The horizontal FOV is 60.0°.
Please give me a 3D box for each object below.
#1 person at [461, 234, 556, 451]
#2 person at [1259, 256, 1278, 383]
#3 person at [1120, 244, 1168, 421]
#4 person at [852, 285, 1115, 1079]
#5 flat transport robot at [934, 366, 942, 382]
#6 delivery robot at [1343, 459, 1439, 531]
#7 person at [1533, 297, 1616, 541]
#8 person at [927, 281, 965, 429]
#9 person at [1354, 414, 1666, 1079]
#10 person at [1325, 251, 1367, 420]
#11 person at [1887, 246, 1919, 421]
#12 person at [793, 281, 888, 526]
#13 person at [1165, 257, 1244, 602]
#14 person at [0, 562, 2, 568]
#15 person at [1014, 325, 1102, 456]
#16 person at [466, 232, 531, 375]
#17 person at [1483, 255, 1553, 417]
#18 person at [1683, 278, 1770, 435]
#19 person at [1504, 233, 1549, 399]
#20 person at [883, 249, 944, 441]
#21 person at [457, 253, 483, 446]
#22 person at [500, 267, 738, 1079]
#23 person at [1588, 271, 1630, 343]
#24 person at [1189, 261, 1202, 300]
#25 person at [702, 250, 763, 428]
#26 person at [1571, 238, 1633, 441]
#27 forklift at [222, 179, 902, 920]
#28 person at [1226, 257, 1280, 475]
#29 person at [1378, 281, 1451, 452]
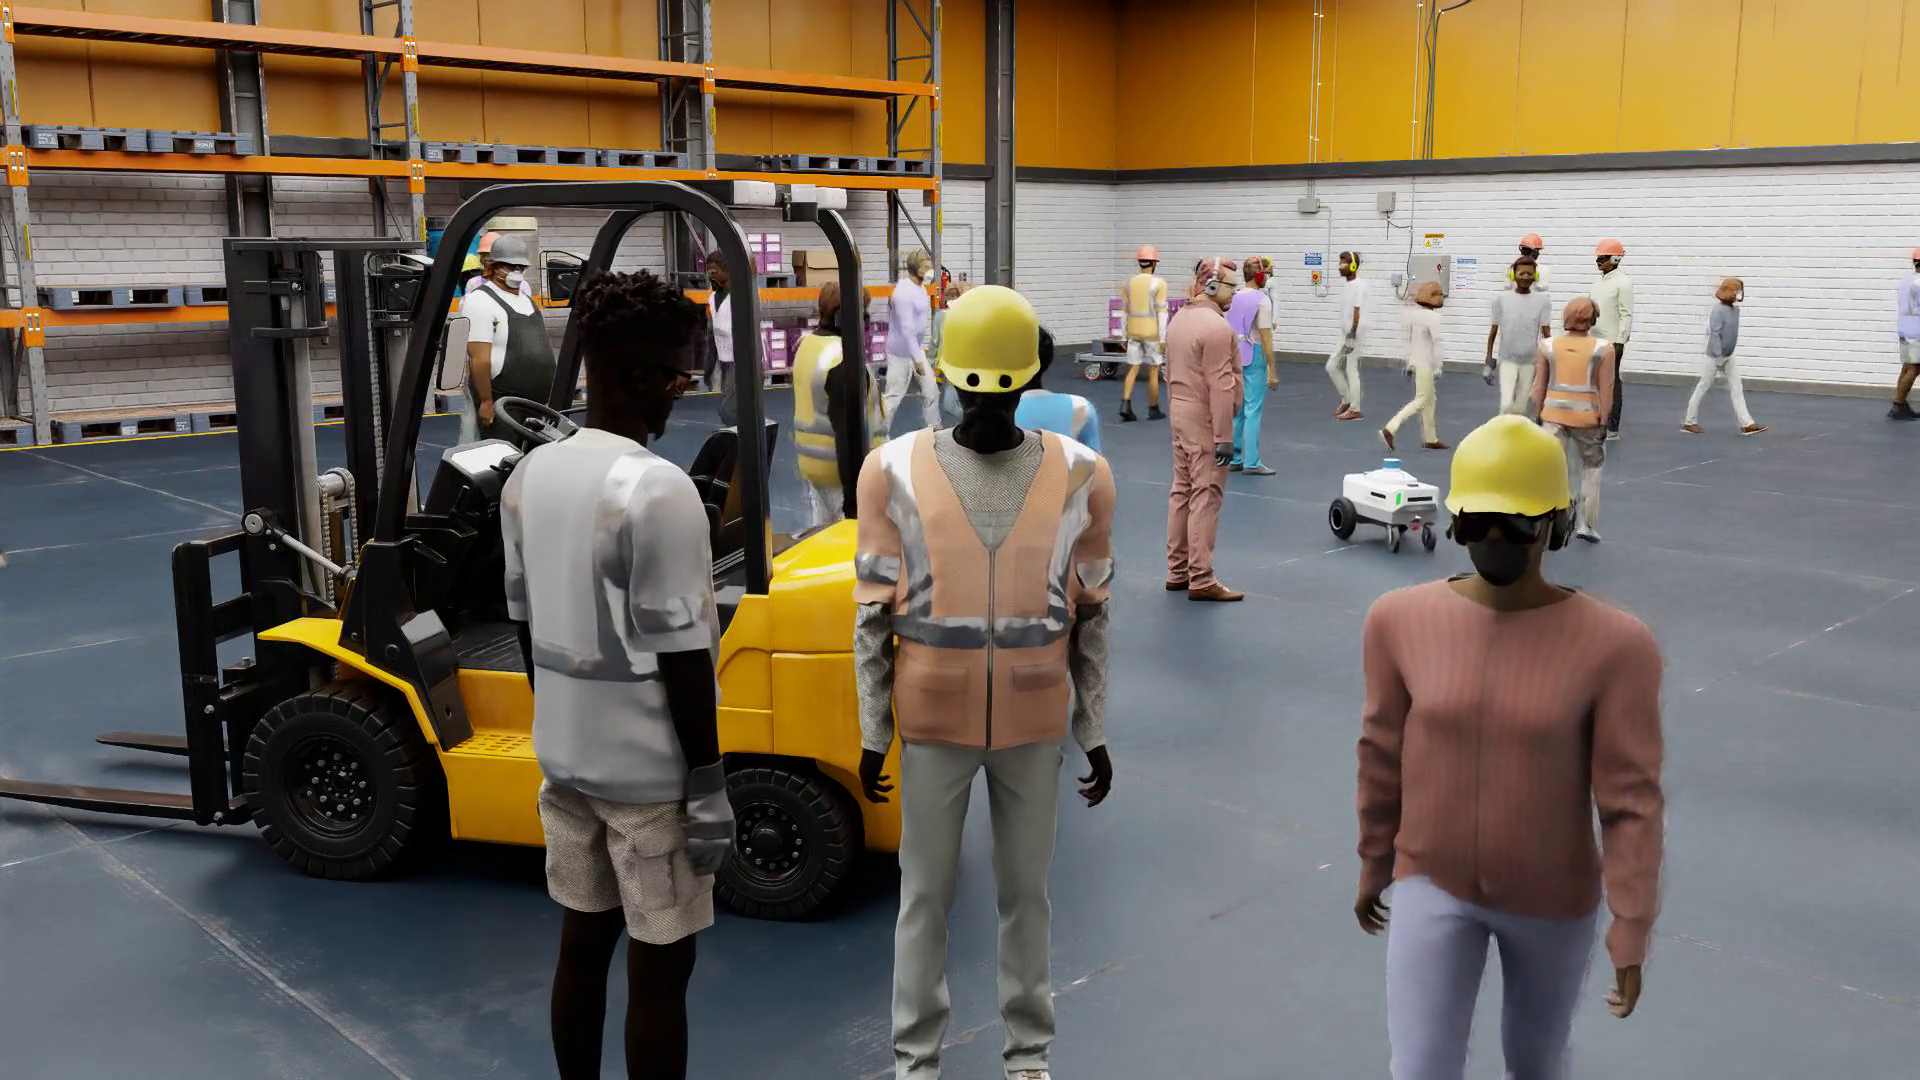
[{"bbox_3d":[-2.861,-0.949,10.721,0.536,2.000,0.683,3,11,15],"label":"person"},{"bbox_3d":[4.143,-3.022,22.840,0.487,1.740,0.312,9,13,39],"label":"person"},{"bbox_3d":[2.007,-2.248,18.144,0.552,1.939,0.555,7,13,35],"label":"person"},{"bbox_3d":[0.058,0.400,3.702,0.585,1.917,0.381,-1,10,-6],"label":"person"},{"bbox_3d":[0.113,-2.318,23.011,0.652,0.197,1.431,10,14,43],"label":"flat transport robot"},{"bbox_3d":[2.827,-0.291,10.932,0.477,0.478,0.707,-3,11,-18],"label":"delivery robot"},{"bbox_3d":[4.015,-0.770,10.890,0.526,1.623,0.541,7,12,32],"label":"person"},{"bbox_3d":[-0.064,-1.502,14.885,0.414,1.625,0.477,-6,12,-31],"label":"person"},{"bbox_3d":[0.969,0.626,3.000,0.540,1.714,0.904,5,12,26],"label":"person"},{"bbox_3d":[4.248,-2.225,18.207,0.421,1.854,0.509,-2,11,-11],"label":"person"},{"bbox_3d":[10.496,-2.274,18.256,0.396,1.941,0.550,2,11,9],"label":"person"},{"bbox_3d":[-0.612,-0.315,7.851,0.749,1.825,0.630,-5,11,-24],"label":"person"},{"bbox_3d":[1.383,-0.619,9.286,0.401,1.907,0.648,-3,11,-15],"label":"person"},{"bbox_3d":[-6.047,-0.712,9.958,0.514,1.843,0.330,7,12,33],"label":"person"},{"bbox_3d":[0.285,-0.024,6.644,0.554,1.674,0.506,-2,11,-13],"label":"person"},{"bbox_3d":[-3.932,-1.580,14.144,0.608,2.048,0.364,2,11,12],"label":"person"},{"bbox_3d":[4.782,-1.491,14.184,0.562,1.849,0.611,1,10,7],"label":"person"},{"bbox_3d":[7.751,-1.836,16.778,0.534,1.587,0.849,-8,13,-36],"label":"person"},{"bbox_3d":[7.023,-2.762,20.602,0.372,2.044,0.608,-8,13,-37],"label":"person"},{"bbox_3d":[-0.362,-1.640,14.886,0.944,1.890,0.640,3,11,17],"label":"person"},{"bbox_3d":[-4.033,-1.521,14.316,0.950,1.878,0.641,2,11,13],"label":"person"},{"bbox_3d":[-0.661,0.437,3.380,0.600,1.959,0.380,10,15,44],"label":"person"},{"bbox_3d":[8.079,-2.600,20.844,0.548,1.618,0.568,1,10,6],"label":"person"},{"bbox_3d":[3.536,-3.196,24.004,0.868,1.645,0.538,9,13,39],"label":"person"},{"bbox_3d":[-1.909,-1.451,13.847,0.508,1.893,0.614,-7,12,-32],"label":"person"},{"bbox_3d":[6.384,-1.980,16.465,0.381,1.994,0.622,-2,11,-11],"label":"person"},{"bbox_3d":[-1.114,-0.058,5.440,2.313,2.155,1.214,2,11,13],"label":"forklift"},{"bbox_3d":[2.451,-1.466,14.096,0.409,1.842,0.602,-5,12,-26],"label":"person"},{"bbox_3d":[4.286,-1.619,15.572,0.746,1.609,0.509,-2,11,-11],"label":"person"}]
